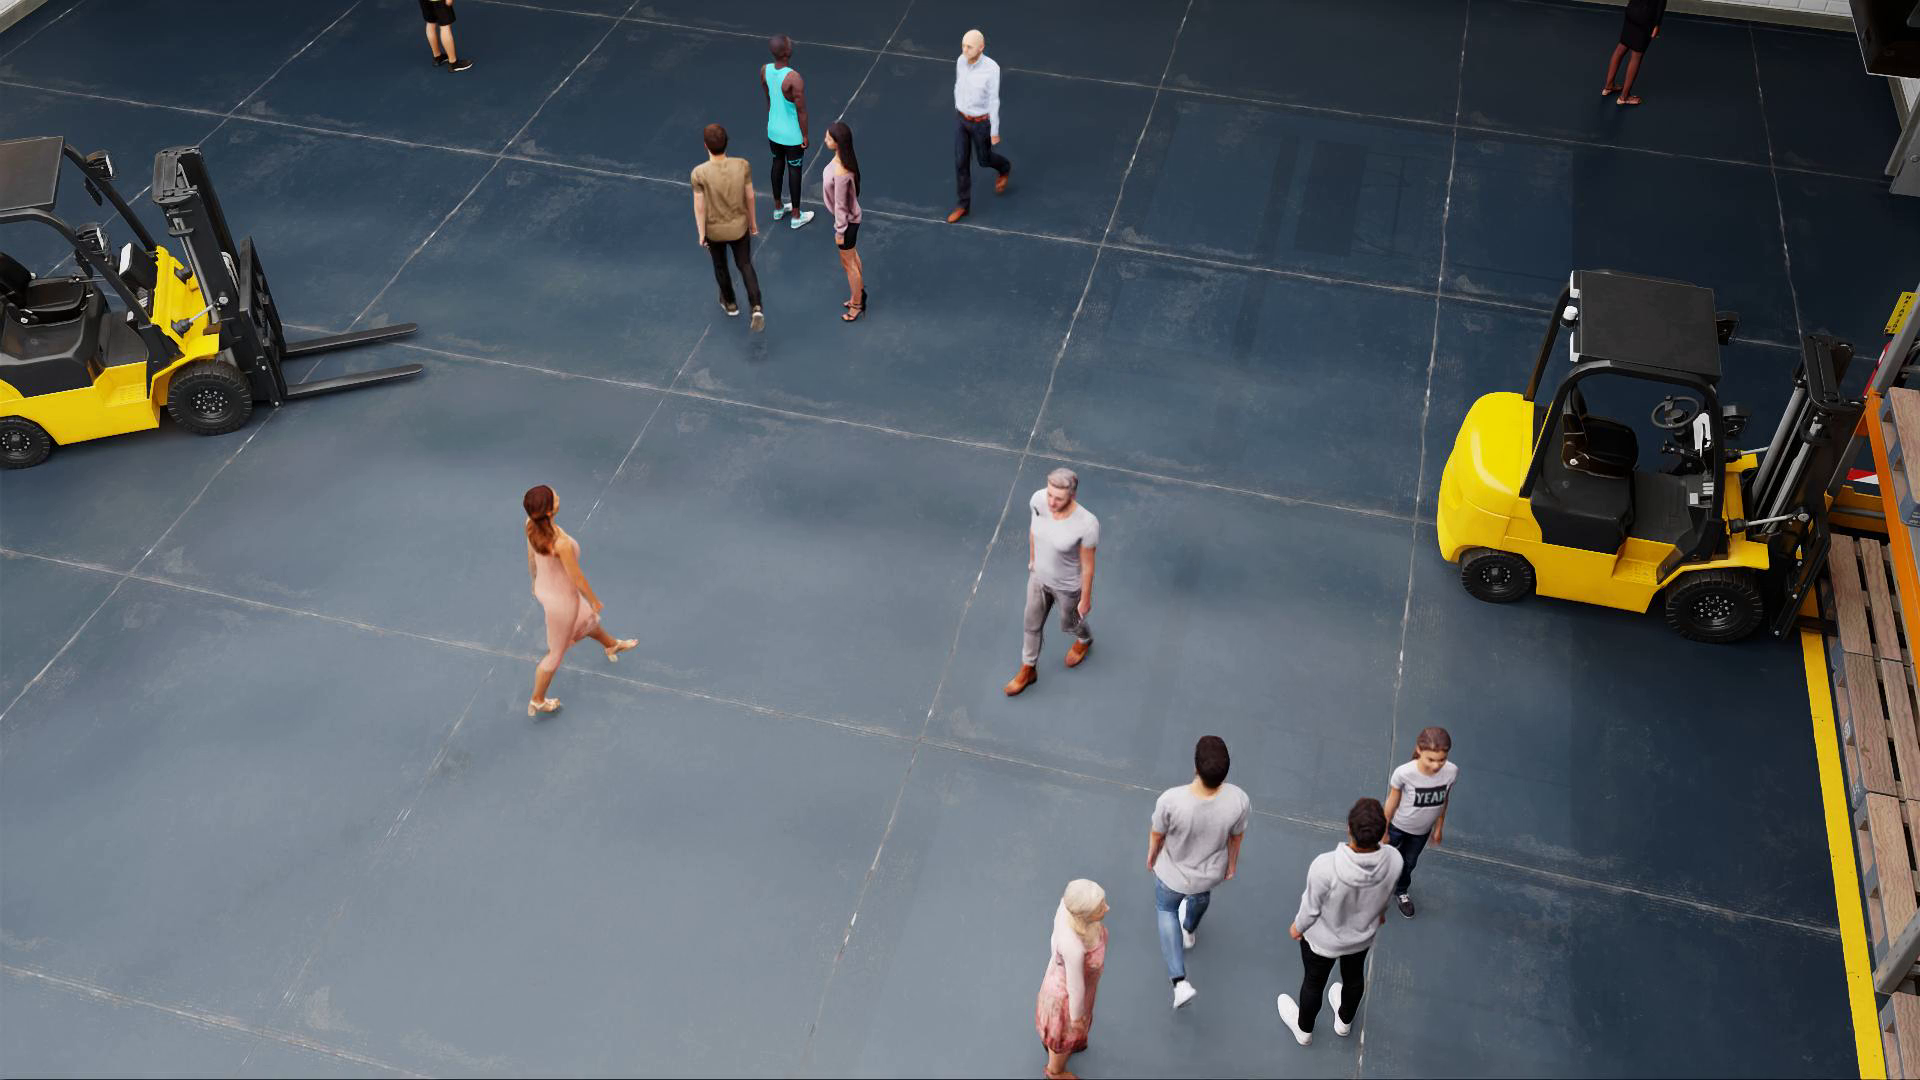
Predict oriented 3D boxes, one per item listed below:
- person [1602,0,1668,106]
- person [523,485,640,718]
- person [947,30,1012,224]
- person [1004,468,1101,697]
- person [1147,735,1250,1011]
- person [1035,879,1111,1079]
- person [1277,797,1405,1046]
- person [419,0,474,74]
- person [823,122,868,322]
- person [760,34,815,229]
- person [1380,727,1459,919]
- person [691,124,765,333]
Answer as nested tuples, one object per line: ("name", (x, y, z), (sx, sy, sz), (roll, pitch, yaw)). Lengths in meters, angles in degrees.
("person", (6.749, -5.170, 16.468), (0.743, 1.720, 0.653), (-16, 46, -16))
("person", (-2.615, 0.428, 10.548), (1.206, 1.779, 1.027), (-31, 52, -28))
("person", (0.180, -3.762, 14.953), (0.901, 1.771, 1.183), (27, 50, 25))
("person", (0.697, 0.210, 10.758), (0.977, 1.805, 1.141), (30, 51, 28))
("person", (1.278, 1.807, 9.037), (0.924, 1.867, 1.149), (-3, 44, -3))
("person", (0.579, 2.291, 8.658), (0.706, 1.691, 0.572), (2, 44, 2))
("person", (2.013, 2.035, 8.753), (0.767, 1.929, 0.749), (-9, 44, -9))
("person", (-5.385, -5.615, 16.943), (0.691, 1.709, 0.666), (27, 50, 26))
("person", (-0.929, -2.621, 13.727), (0.736, 1.810, 0.572), (-1, 44, -1))
("person", (-1.564, -3.636, 14.795), (0.651, 1.806, 0.624), (24, 49, 23))
("person", (2.558, 1.597, 9.479), (0.611, 1.562, 0.624), (-4, 44, -4))
("person", (-1.883, -2.505, 13.589), (1.059, 1.832, 1.179), (-16, 46, -16))
